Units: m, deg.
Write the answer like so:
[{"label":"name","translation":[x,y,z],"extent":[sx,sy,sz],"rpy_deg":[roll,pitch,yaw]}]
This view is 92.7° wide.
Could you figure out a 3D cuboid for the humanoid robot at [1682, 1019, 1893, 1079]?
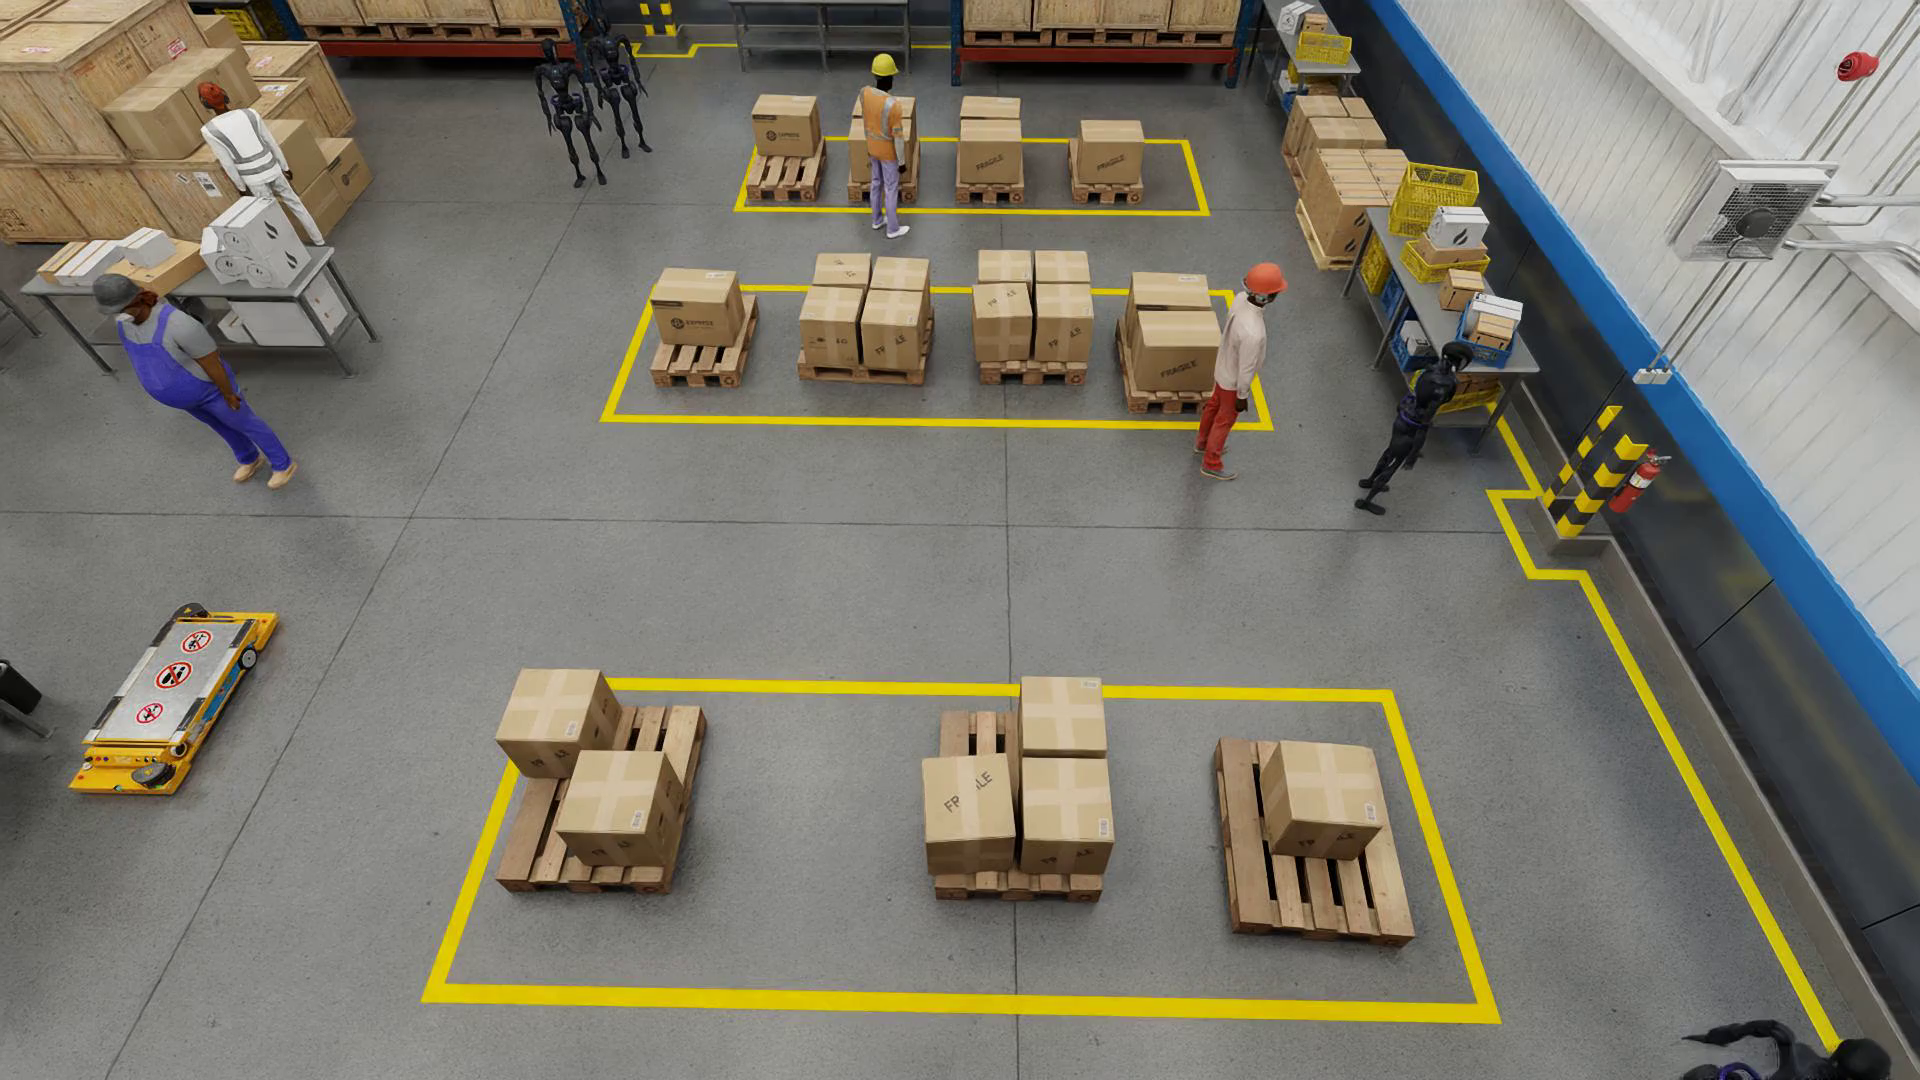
[{"label":"humanoid robot","translation":[3.650,2.617,4.225],"extent":[0.388,1.652,0.652],"rpy_deg":[-13,51,-11]}]

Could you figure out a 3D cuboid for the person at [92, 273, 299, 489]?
[{"label":"person","translation":[-6.061,-1.218,7.238],"extent":[0.679,2.000,0.536],"rpy_deg":[11,51,9]}]

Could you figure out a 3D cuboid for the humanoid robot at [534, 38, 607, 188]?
[{"label":"humanoid robot","translation":[-4.492,-4.909,10.588],"extent":[0.601,1.658,0.324],"rpy_deg":[-9,50,-7]}]

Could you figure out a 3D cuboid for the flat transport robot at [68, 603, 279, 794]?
[{"label":"flat transport robot","translation":[-5.504,1.072,6.442],"extent":[0.652,0.197,1.431],"rpy_deg":[1,50,1]}]

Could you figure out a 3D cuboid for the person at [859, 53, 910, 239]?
[{"label":"person","translation":[-0.795,-4.202,9.846],"extent":[0.581,1.918,0.402],"rpy_deg":[35,58,26]}]

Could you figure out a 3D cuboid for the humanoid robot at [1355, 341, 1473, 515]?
[{"label":"humanoid robot","translation":[3.560,-0.887,7.194],"extent":[0.339,1.650,0.570],"rpy_deg":[18,52,15]}]

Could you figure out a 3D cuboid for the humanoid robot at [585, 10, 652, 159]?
[{"label":"humanoid robot","translation":[-4.126,-5.499,11.086],"extent":[0.608,1.660,0.312],"rpy_deg":[-25,54,-20]}]

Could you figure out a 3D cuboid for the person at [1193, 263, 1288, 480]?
[{"label":"person","translation":[2.223,-1.331,7.362],"extent":[0.376,1.997,0.610],"rpy_deg":[0,50,0]}]

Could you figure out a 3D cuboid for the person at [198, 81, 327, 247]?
[{"label":"person","translation":[-7.245,-3.783,9.512],"extent":[0.356,1.882,0.574],"rpy_deg":[27,55,21]}]
